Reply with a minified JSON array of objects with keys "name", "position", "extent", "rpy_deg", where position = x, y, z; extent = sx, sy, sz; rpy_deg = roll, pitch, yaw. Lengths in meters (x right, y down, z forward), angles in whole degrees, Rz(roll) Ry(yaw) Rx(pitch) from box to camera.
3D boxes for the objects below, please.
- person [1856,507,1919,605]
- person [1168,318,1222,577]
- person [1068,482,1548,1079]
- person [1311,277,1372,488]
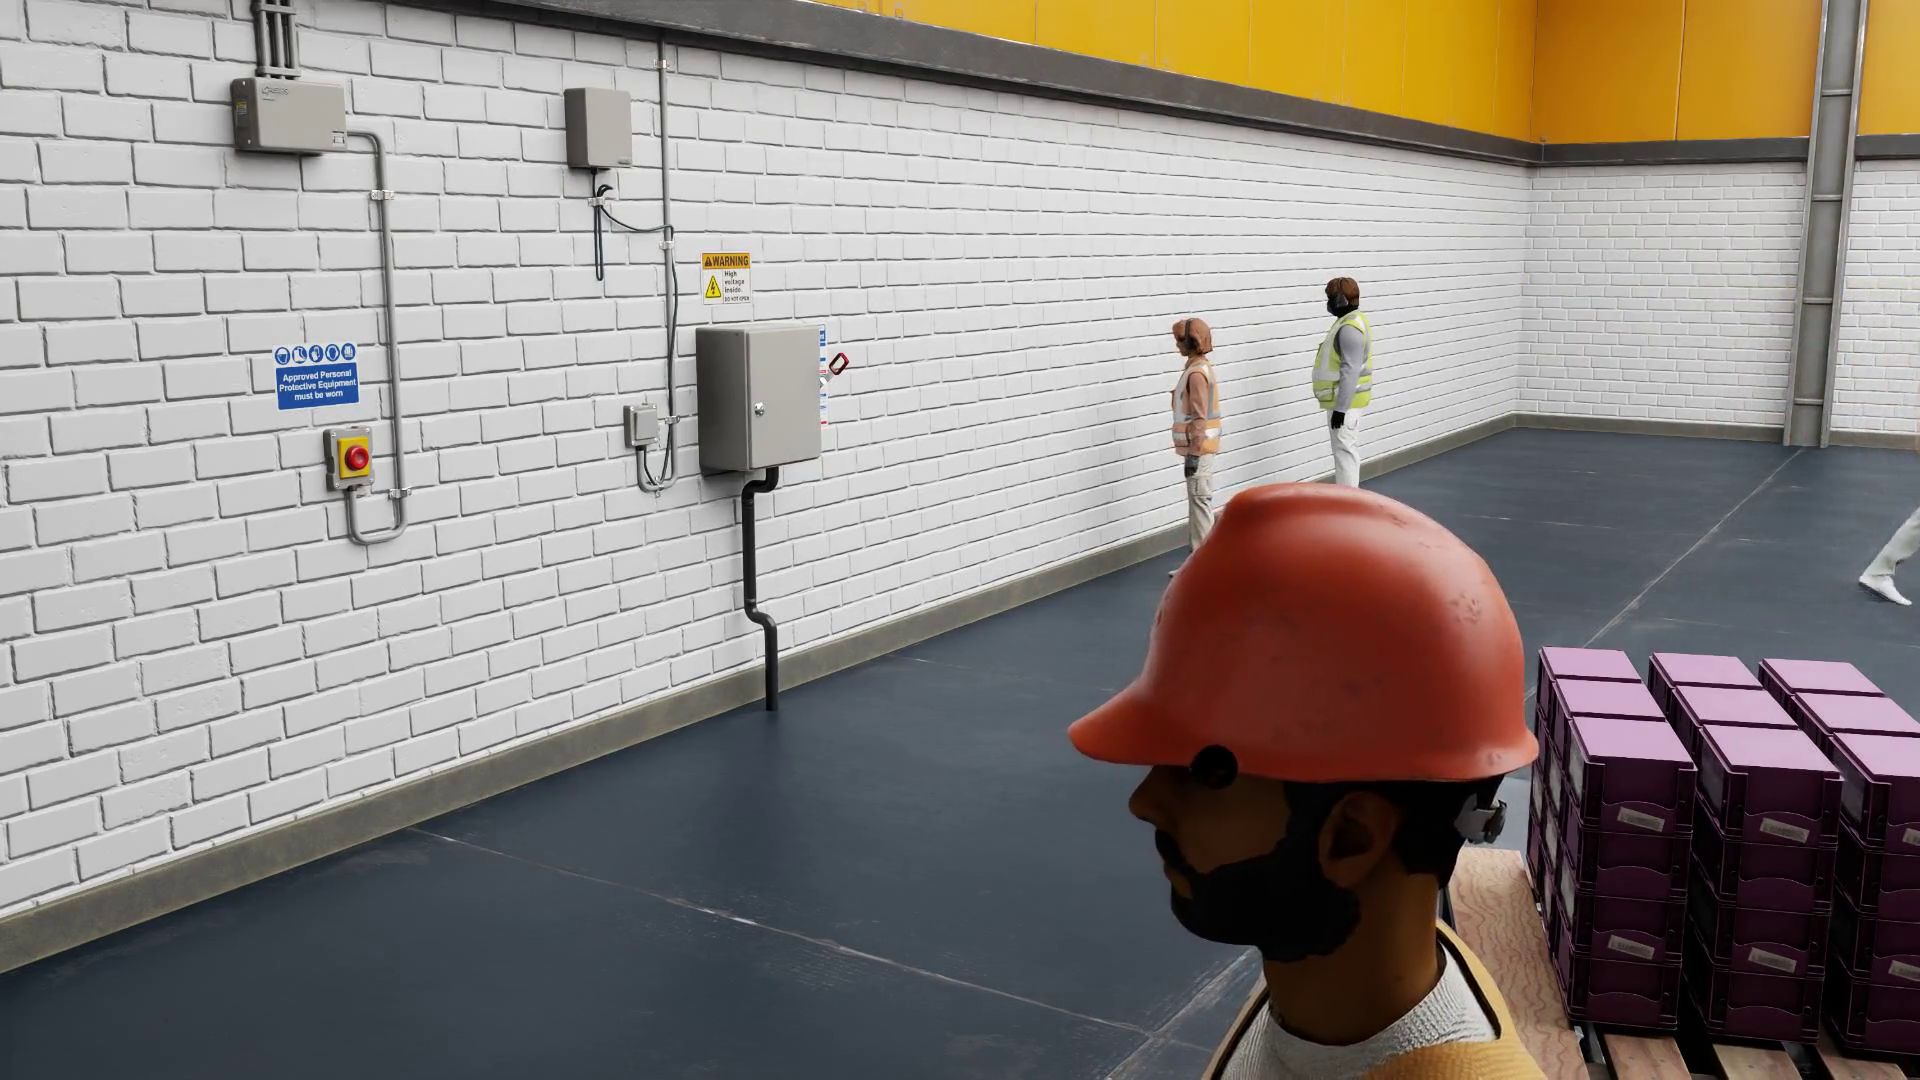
[{"name":"person","position":[5.688,-0.509,9.400],"extent":[1.020,1.872,0.594],"rpy_deg":[5,11,26]},{"name":"person","position":[1.429,-0.528,10.111],"extent":[0.315,1.637,0.514],"rpy_deg":[1,10,8]},{"name":"person","position":[0.254,0.919,1.260],"extent":[0.360,1.939,0.543],"rpy_deg":[0,10,2]},{"name":"person","position":[2.767,-0.984,12.090],"extent":[0.430,1.838,0.619],"rpy_deg":[3,11,14]}]
